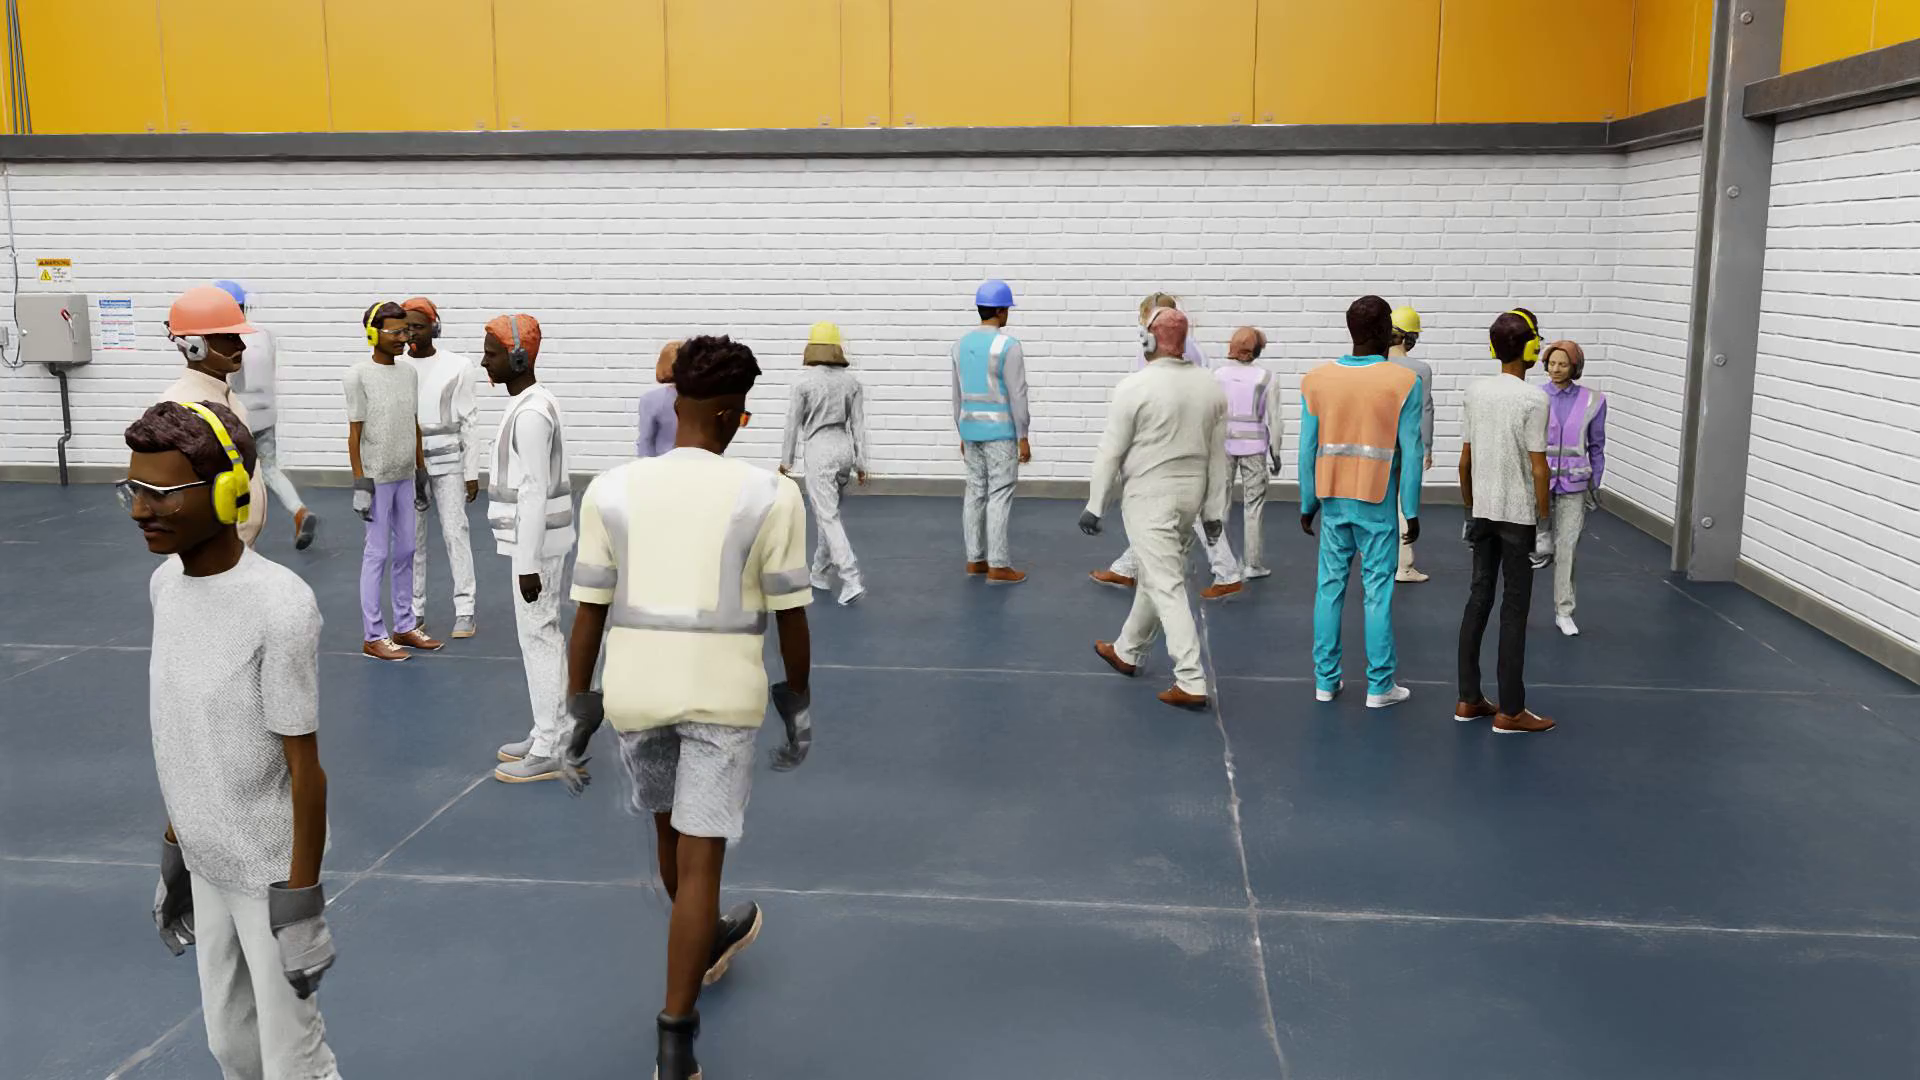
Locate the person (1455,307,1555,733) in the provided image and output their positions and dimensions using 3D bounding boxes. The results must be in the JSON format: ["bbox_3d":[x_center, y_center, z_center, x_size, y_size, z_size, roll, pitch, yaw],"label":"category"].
[{"bbox_3d":[2.429,-0.084,7.369,0.328,1.877,0.513,-5,11,-28],"label":"person"}]

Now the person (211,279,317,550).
[{"bbox_3d":[-4.930,-0.839,11.532,0.779,1.926,0.634,4,11,22],"label":"person"}]

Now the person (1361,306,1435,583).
[{"bbox_3d":[2.801,-0.606,10.667,0.311,1.768,0.532,-9,14,-43],"label":"person"}]

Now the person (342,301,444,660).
[{"bbox_3d":[-2.967,-0.306,8.679,0.335,1.864,0.505,4,11,24],"label":"person"}]

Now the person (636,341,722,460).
[{"bbox_3d":[-1.600,-0.346,9.645,0.505,1.610,0.756,-7,12,-33],"label":"person"}]

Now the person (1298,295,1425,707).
[{"bbox_3d":[1.860,-0.174,7.770,0.589,1.915,0.399,7,12,35],"label":"person"}]

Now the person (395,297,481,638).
[{"bbox_3d":[-2.906,-0.386,9.108,0.574,1.876,0.355,0,10,1],"label":"person"}]

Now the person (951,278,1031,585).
[{"bbox_3d":[0.208,-0.688,10.632,0.397,1.947,0.611,-9,14,-43],"label":"person"}]

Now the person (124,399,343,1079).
[{"bbox_3d":[-1.382,0.652,3.216,0.511,1.860,0.341,7,12,37],"label":"person"}]

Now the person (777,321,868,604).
[{"bbox_3d":[-0.780,-0.480,10.142,0.491,1.701,0.874,-8,12,-37],"label":"person"}]

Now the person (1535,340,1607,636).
[{"bbox_3d":[3.288,-0.284,9.196,0.515,1.636,0.315,2,10,11],"label":"person"}]

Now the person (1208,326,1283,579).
[{"bbox_3d":[1.814,-0.556,10.767,0.555,1.633,0.342,4,11,23],"label":"person"}]

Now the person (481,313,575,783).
[{"bbox_3d":[-1.731,0.033,6.704,0.354,1.880,0.579,-2,10,-13],"label":"person"}]

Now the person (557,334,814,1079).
[{"bbox_3d":[-0.719,0.418,4.400,0.648,1.897,1.029,2,10,10],"label":"person"}]

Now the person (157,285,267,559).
[{"bbox_3d":[-2.748,0.062,6.188,0.378,1.995,0.609,-2,10,-9],"label":"person"}]

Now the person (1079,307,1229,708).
[{"bbox_3d":[0.923,-0.174,7.946,0.640,1.855,0.999,-7,12,-36],"label":"person"}]

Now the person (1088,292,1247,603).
[{"bbox_3d":[1.301,-0.561,10.118,1.075,1.878,0.638,6,11,29],"label":"person"}]
